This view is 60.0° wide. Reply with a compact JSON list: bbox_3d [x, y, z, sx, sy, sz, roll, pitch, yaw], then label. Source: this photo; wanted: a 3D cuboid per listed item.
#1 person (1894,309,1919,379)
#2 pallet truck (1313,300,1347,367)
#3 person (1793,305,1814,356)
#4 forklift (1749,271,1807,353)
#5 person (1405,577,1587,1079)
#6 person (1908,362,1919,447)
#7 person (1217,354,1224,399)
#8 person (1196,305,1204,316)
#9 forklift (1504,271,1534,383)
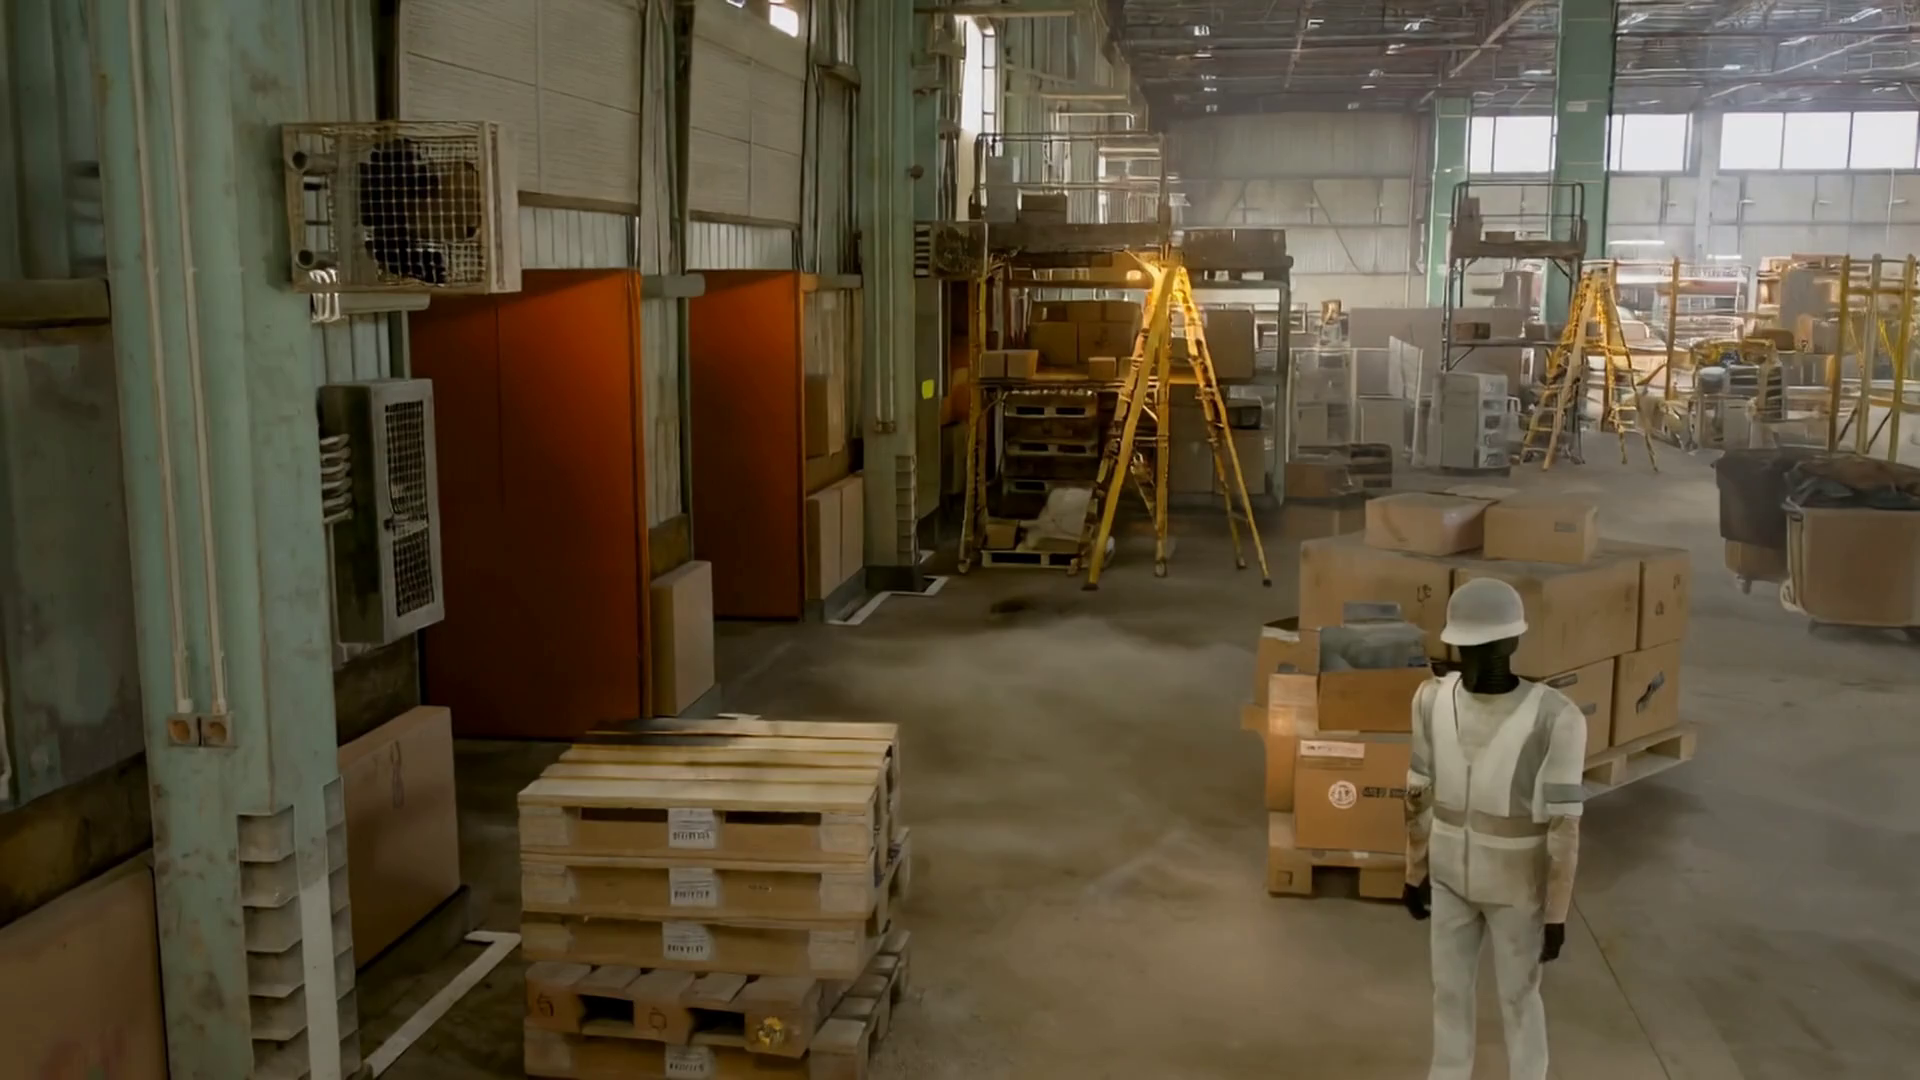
[{"bbox_3d":[22.560,-4.533,39.609,0.552,1.942,0.343,7,12,37],"label":"person"},{"bbox_3d":[11.159,-6.200,49.718,0.823,1.965,1.885,4,10,26],"label":"pallet truck"},{"bbox_3d":[23.745,-5.679,46.868,1.050,1.892,0.641,-1,9,-3],"label":"person"},{"bbox_3d":[23.936,-6.351,47.933,1.873,2.768,1.129,0,9,2],"label":"forklift"},{"bbox_3d":[1.635,1.059,5.201,0.397,1.919,0.585,-9,13,-43],"label":"person"},{"bbox_3d":[15.579,-2.341,26.798,0.508,1.713,0.445,-4,10,-22],"label":"person"},{"bbox_3d":[5.549,-3.615,34.904,0.315,1.634,0.517,-3,10,-17],"label":"person"},{"bbox_3d":[6.386,-5.333,44.595,0.544,1.929,0.386,-7,12,-38],"label":"person"},{"bbox_3d":[13.933,-5.319,41.568,1.873,2.768,1.129,-1,9,-6],"label":"forklift"}]
